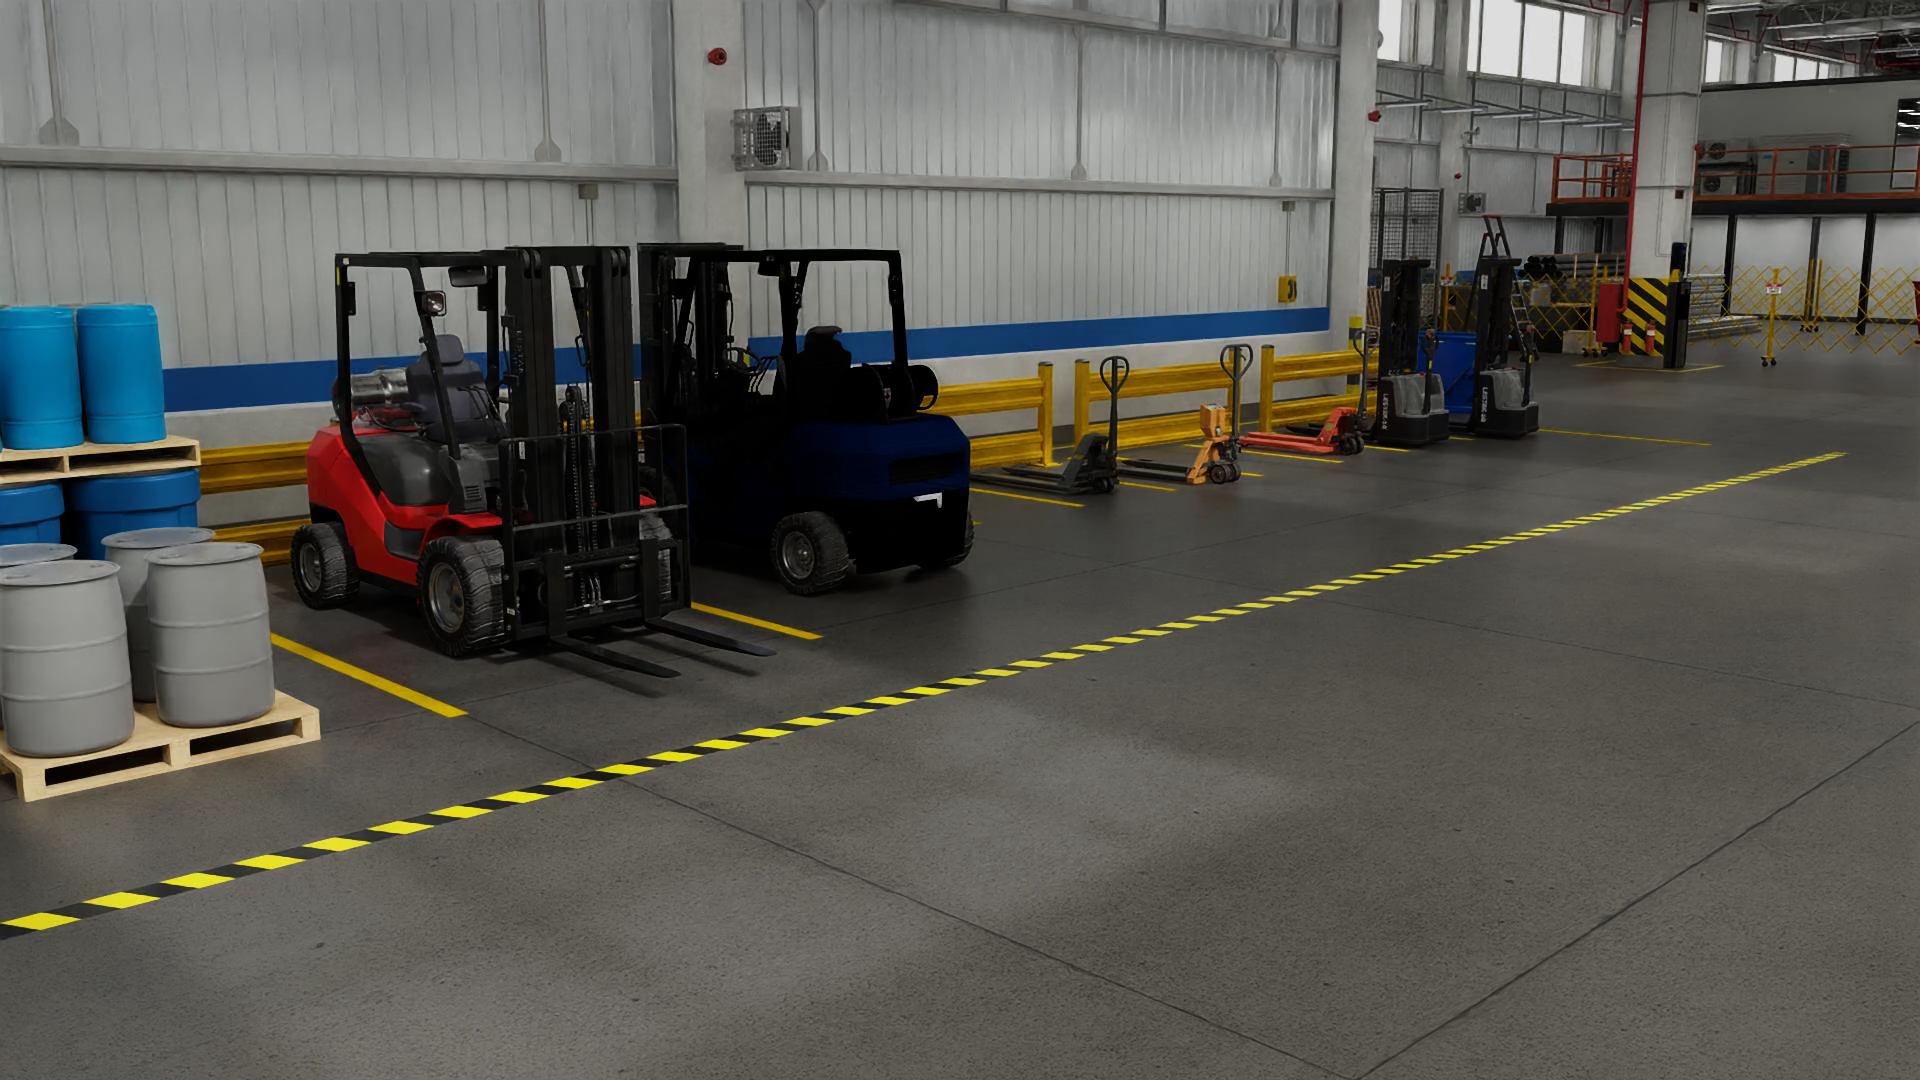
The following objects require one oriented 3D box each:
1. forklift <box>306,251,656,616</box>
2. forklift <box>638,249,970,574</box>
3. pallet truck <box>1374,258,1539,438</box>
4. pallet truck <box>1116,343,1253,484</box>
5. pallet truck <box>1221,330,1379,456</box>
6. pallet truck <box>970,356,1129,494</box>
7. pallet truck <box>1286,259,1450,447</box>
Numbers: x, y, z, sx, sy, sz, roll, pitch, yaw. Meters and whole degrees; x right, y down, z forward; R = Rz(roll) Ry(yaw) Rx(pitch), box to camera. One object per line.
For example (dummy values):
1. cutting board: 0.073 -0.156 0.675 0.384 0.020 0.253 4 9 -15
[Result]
1. forklift: -2.833 -0.669 9.694 1.157 1.987 2.680 -10 14 -44
2. forklift: -1.173 -0.958 11.239 2.680 1.987 1.157 10 14 43
3. pallet truck: 5.704 -2.208 18.901 1.885 1.965 0.823 10 14 43
4. pallet truck: 1.962 -1.215 15.415 1.522 1.261 0.704 10 14 43
5. pallet truck: 3.563 -1.581 17.381 0.653 1.274 1.630 -10 14 -44
6. pallet truck: 0.784 -1.085 14.876 0.680 1.201 1.601 -10 14 -44
7. pallet truck: 4.493 -2.078 18.196 0.823 1.965 1.885 -9 14 -40
